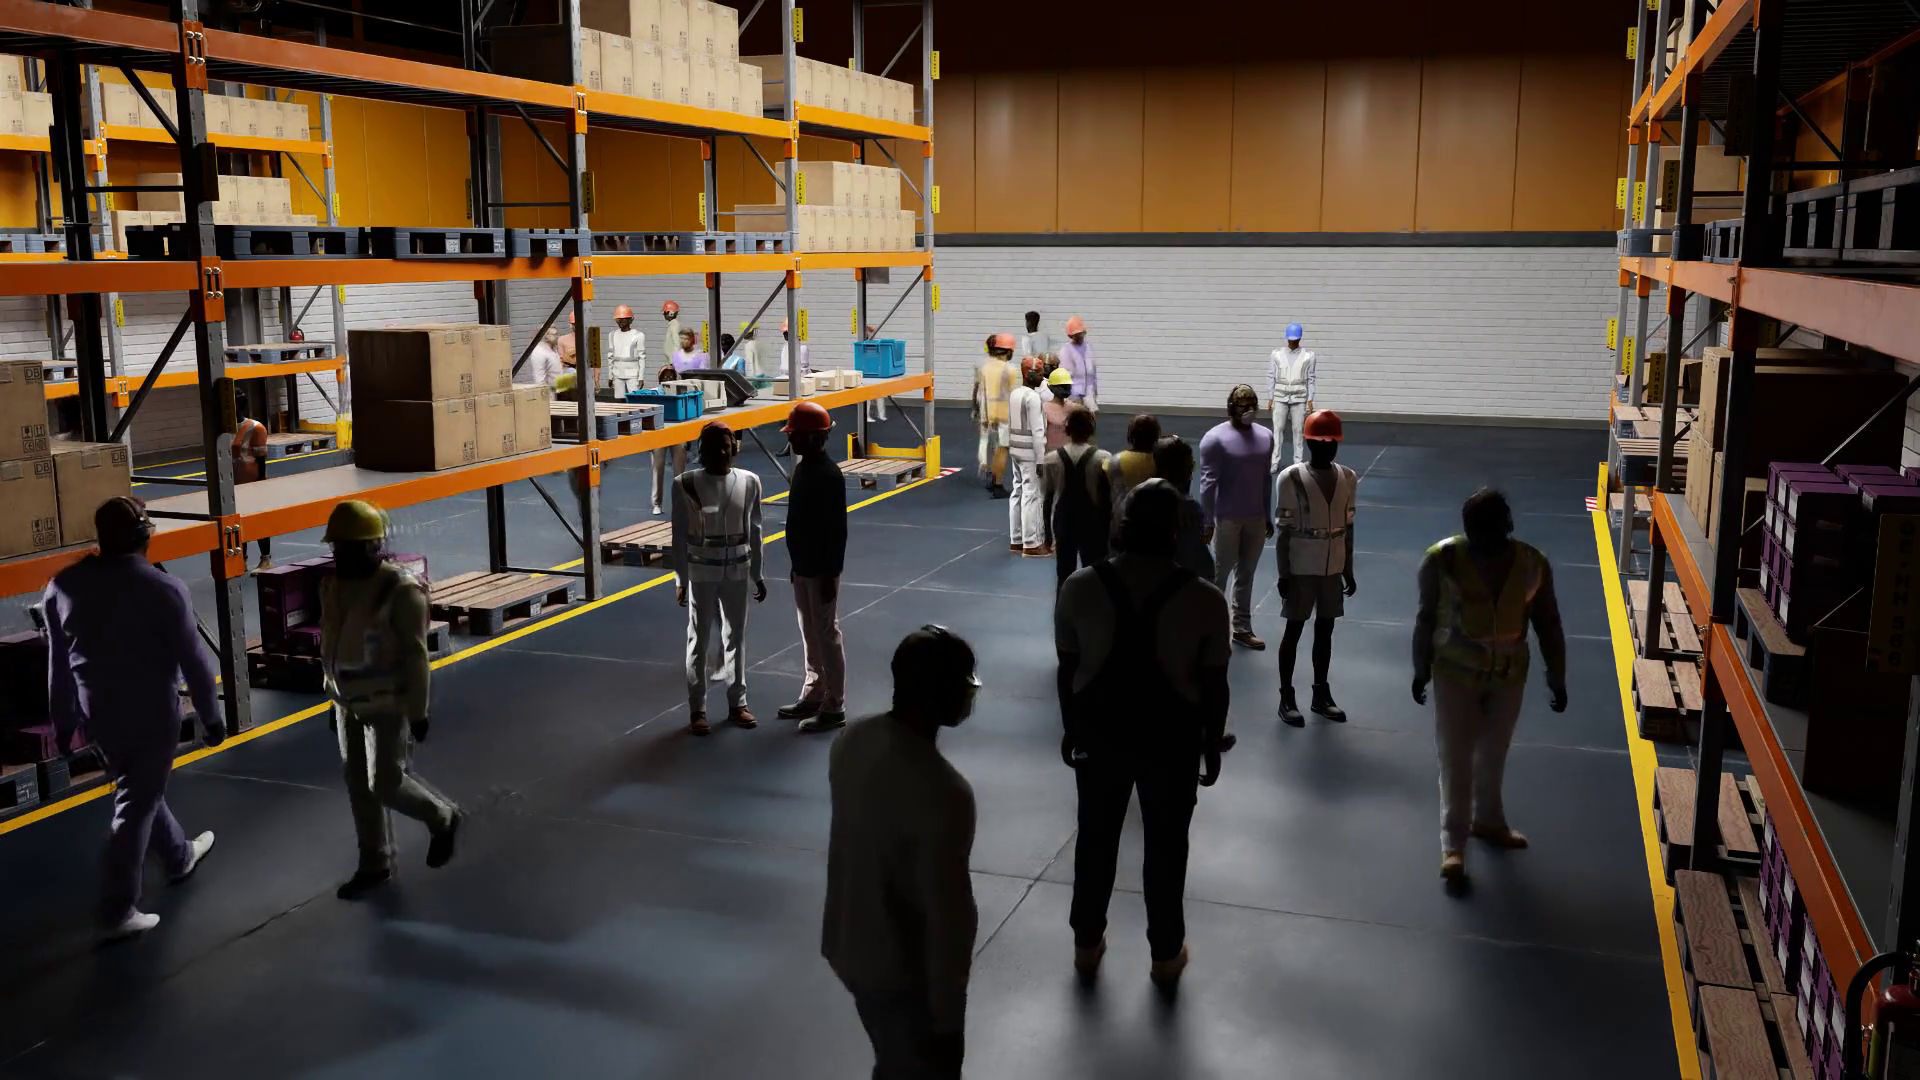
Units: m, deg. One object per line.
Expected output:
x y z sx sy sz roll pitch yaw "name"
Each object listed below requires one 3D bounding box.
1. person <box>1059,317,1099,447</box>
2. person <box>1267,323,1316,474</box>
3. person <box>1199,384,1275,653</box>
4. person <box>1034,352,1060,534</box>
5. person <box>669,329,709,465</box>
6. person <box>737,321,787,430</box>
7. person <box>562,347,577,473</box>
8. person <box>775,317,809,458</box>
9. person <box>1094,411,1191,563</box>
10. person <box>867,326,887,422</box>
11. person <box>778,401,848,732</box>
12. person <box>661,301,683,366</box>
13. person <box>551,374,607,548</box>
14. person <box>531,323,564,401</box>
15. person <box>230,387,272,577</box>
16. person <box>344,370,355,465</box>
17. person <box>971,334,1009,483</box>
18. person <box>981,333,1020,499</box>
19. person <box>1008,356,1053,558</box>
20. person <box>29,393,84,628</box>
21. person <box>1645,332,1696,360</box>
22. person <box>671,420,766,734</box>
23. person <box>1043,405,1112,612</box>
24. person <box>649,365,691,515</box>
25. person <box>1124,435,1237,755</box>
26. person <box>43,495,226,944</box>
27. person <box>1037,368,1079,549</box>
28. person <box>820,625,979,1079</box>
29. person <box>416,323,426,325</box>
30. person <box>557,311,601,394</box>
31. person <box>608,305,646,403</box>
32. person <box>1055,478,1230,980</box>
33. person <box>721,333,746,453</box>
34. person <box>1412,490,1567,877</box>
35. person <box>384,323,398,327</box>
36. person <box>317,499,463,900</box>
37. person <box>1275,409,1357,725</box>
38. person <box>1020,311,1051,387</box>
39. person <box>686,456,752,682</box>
1.623 -1.960 22.046 0.701 1.979 0.718 -6 12 -30 "person"
4.225 -1.805 21.260 0.602 1.942 0.400 3 10 15 "person"
1.998 -0.153 11.969 0.636 1.938 0.355 -6 12 -29 "person"
0.869 -0.988 16.949 0.429 1.840 0.629 -3 10 -16 "person"
-3.614 -1.879 22.028 0.586 1.813 0.823 4 11 20 "person"
-3.148 -2.598 26.311 0.700 1.729 0.560 3 10 16 "person"
-4.927 -1.653 21.276 0.267 1.632 0.509 -6 12 -30 "person"
-2.307 -2.087 22.865 0.544 1.939 0.355 10 14 44 "person"
1.216 0.060 11.104 0.635 1.846 0.540 1 10 4 "person"
-1.441 -2.714 27.367 0.536 1.595 0.583 10 14 44 "person"
-0.888 0.155 10.073 0.382 1.993 0.622 -5 11 -26 "person"
-4.786 -2.995 27.814 0.386 1.996 0.610 -2 10 -11 "person"
-3.711 -0.772 16.141 0.502 1.681 0.739 0 10 1 "person"
-5.381 -1.891 21.850 0.402 1.908 0.650 0 10 0 "person"
-6.347 -0.512 14.703 0.530 1.686 0.321 2 10 11 "person"
-6.722 -1.351 18.949 0.616 1.862 1.032 6 12 29 "person"
0.381 -1.578 20.264 0.534 1.843 0.641 1 10 5 "person"
0.514 -1.424 19.175 0.414 1.919 0.554 -9 13 -41 "person"
0.646 -0.778 15.637 0.354 1.886 0.573 -4 11 -23 "person"
-6.551 -0.178 12.381 0.518 1.851 0.771 5 11 26 "person"
8.750 -1.658 20.569 0.657 1.908 0.408 2 10 10 "person"
-1.450 0.220 10.026 0.573 1.883 0.355 -5 11 -27 "person"
0.851 -0.051 11.740 0.536 1.809 0.792 3 11 17 "person"
-3.167 -1.085 18.088 0.517 1.634 0.311 -2 10 -11 "person"
1.123 0.360 9.258 1.033 1.892 0.647 -4 11 -21 "person"
-3.545 0.729 7.249 0.674 1.851 1.004 2 10 11 "person"
0.937 -0.746 15.789 0.525 1.772 0.306 -7 12 -34 "person"
-0.141 1.173 4.568 0.460 1.921 0.670 -5 11 -27 "person"
-7.160 -2.006 22.586 0.902 1.889 0.548 3 11 18 "person"
-5.462 -2.293 23.861 0.611 1.996 0.387 -5 11 -25 "person"
-4.909 -2.420 24.445 0.607 2.044 0.378 3 11 17 "person"
0.736 0.739 6.659 0.688 2.000 0.535 3 10 14 "person"
-3.260 -2.060 23.401 0.532 1.693 0.319 4 11 23 "person"
2.502 0.665 7.778 0.693 1.791 0.831 0 10 -1 "person"
-7.413 -1.887 21.825 0.642 1.910 0.401 3 10 16 "person"
-2.611 0.701 7.511 0.589 1.820 0.510 6 12 30 "person"
2.189 0.164 10.187 0.542 1.938 0.358 -3 11 -19 "person"
1.128 -2.523 25.384 0.619 1.917 0.983 -8 13 -40 "person"
-1.612 0.109 11.408 0.538 1.617 0.679 3 10 15 "person"
